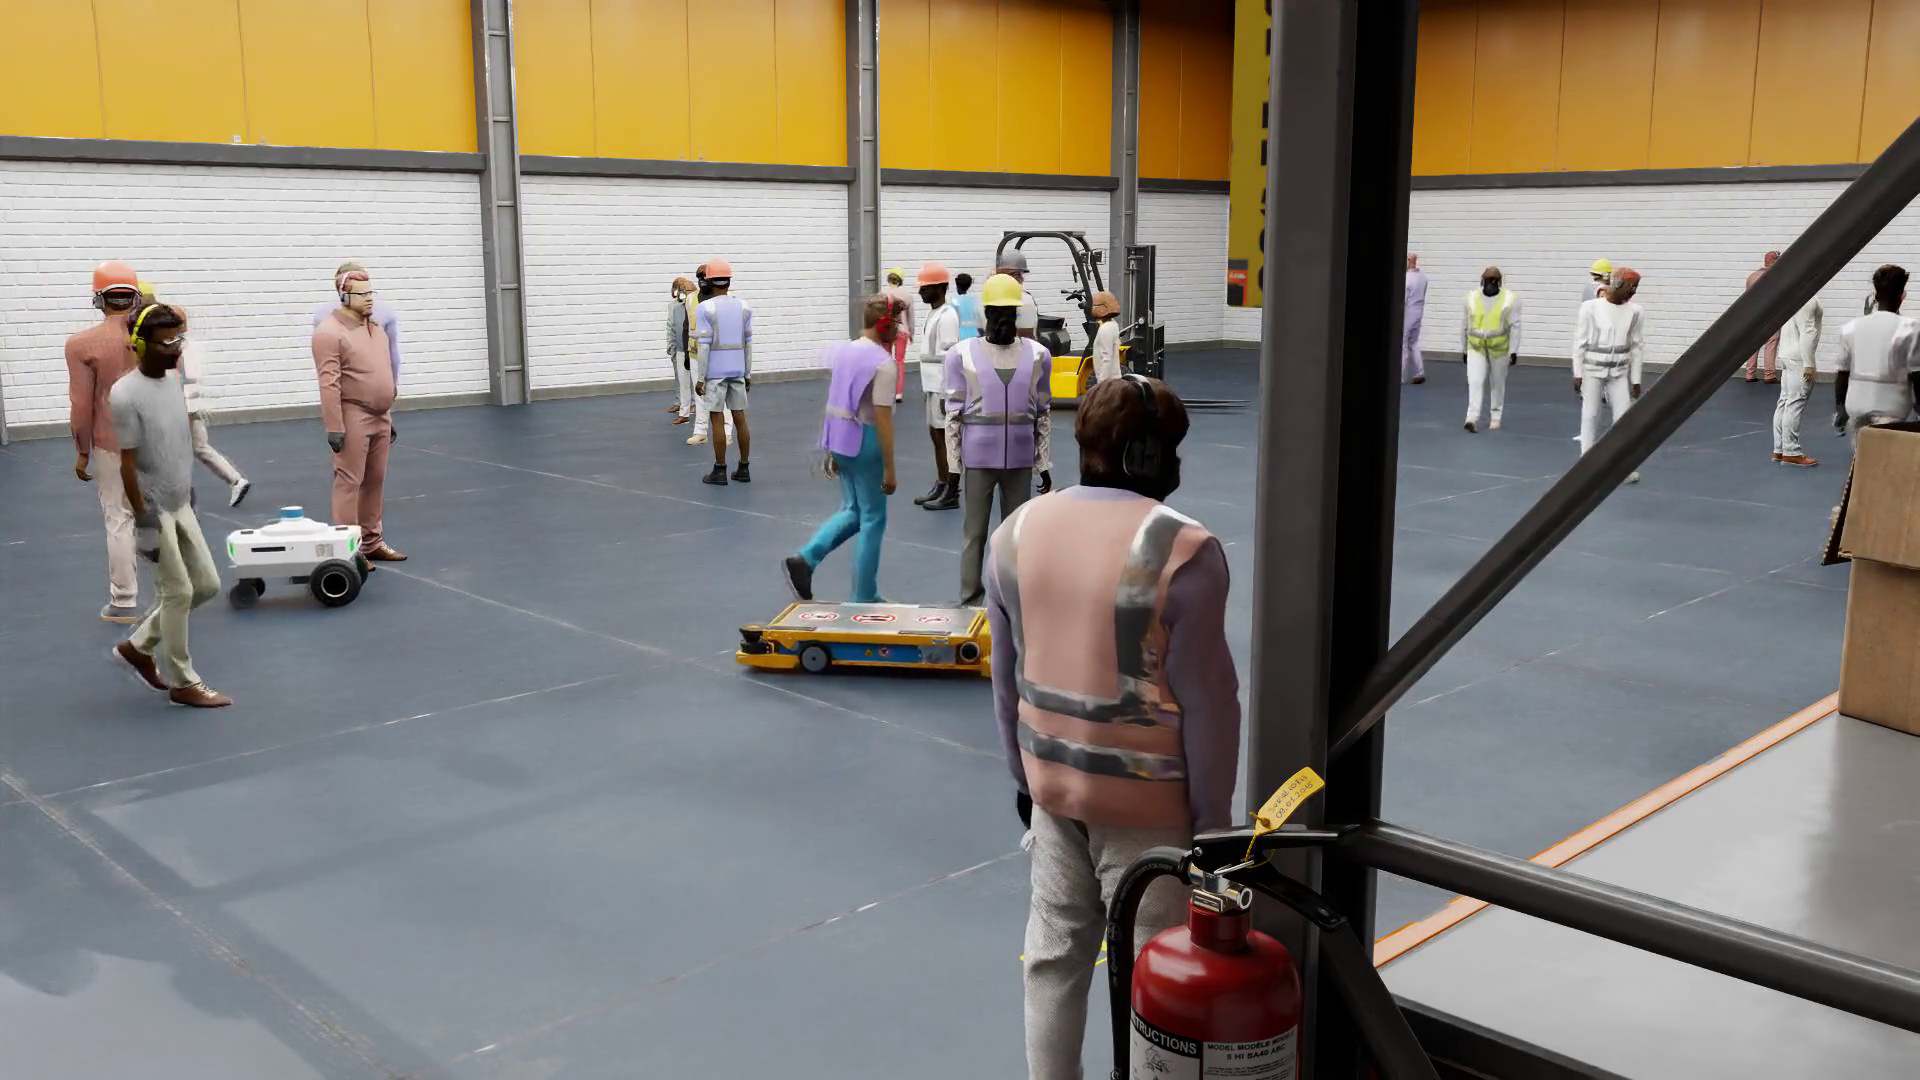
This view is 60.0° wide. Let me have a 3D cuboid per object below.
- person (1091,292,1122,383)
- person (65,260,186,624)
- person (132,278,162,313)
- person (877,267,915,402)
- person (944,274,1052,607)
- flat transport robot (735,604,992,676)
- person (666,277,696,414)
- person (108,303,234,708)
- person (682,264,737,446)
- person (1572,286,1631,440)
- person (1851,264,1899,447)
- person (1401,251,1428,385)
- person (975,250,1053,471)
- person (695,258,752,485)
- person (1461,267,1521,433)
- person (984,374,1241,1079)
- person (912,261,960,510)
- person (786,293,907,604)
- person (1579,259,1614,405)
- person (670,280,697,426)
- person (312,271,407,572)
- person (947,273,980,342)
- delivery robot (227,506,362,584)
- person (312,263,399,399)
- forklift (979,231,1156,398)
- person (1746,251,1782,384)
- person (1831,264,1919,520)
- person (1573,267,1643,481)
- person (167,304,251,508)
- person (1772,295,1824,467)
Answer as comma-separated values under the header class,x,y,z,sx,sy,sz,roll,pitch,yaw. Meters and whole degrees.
class,x,y,z,sx,sy,sz,roll,pitch,yaw
person,1.304,-1.398,14.876,0.282,1.633,0.501,2,11,13
person,-4.583,-0.537,9.196,0.377,1.995,0.612,10,14,43
person,-7.849,-1.679,16.172,0.484,1.718,0.751,-7,13,-35
person,-0.851,-2.649,21.473,0.555,1.709,0.902,-1,10,-5
person,0.210,-0.433,8.808,0.588,1.930,0.364,-3,11,-15
flat transport robot,-0.345,0.484,8.334,1.431,0.197,0.652,2,10,8
person,-3.324,-2.330,19.964,0.506,1.632,0.280,6,12,31
person,-3.571,-0.129,7.394,0.489,1.841,0.565,1,10,5
person,-2.541,-1.873,16.900,0.634,1.842,0.429,4,11,19
person,6.755,-1.827,17.266,0.642,1.623,0.524,-3,11,-16
person,9.180,-1.821,16.609,0.346,1.846,0.505,0,10,-1
person,6.374,-3.154,23.740,0.674,1.913,0.401,-10,14,-43
person,0.445,-1.611,14.931,0.817,2.000,0.692,-9,14,-40
person,-2.042,-1.439,14.280,0.552,1.933,0.368,-9,14,-40
person,5.752,-2.053,18.063,0.646,1.781,0.995,5,12,27
person,0.355,0.560,3.652,0.619,1.839,0.430,10,14,43
person,-0.186,-1.200,12.987,0.382,1.931,0.546,-2,11,-13
person,-0.597,-0.458,9.267,0.628,1.810,0.618,-6,12,-30
person,8.080,-2.629,21.036,0.404,1.837,0.590,-2,11,-12
person,-3.049,-2.101,18.714,0.499,1.633,0.286,6,12,28
person,-3.827,-0.763,10.672,0.403,1.906,0.651,3,11,14
person,-0.007,-2.414,20.323,0.583,1.661,0.646,-7,12,-32
delivery robot,-3.867,0.048,9.680,0.707,0.478,0.477,-3,11,-13
person,-4.791,-1.238,13.250,0.628,1.900,0.966,-4,11,-21
forklift,1.222,-2.721,20.561,2.313,2.155,1.214,2,11,13
person,11.680,-3.215,24.043,0.408,1.906,0.653,-6,12,-29
person,6.303,-0.922,11.466,0.838,1.937,0.611,-6,12,-28
person,5.605,-1.424,14.436,0.607,1.860,0.355,0,10,0
person,-5.965,-1.019,12.855,0.760,1.609,0.512,0,10,1
person,7.808,-1.655,15.451,0.372,1.940,0.630,2,11,12
